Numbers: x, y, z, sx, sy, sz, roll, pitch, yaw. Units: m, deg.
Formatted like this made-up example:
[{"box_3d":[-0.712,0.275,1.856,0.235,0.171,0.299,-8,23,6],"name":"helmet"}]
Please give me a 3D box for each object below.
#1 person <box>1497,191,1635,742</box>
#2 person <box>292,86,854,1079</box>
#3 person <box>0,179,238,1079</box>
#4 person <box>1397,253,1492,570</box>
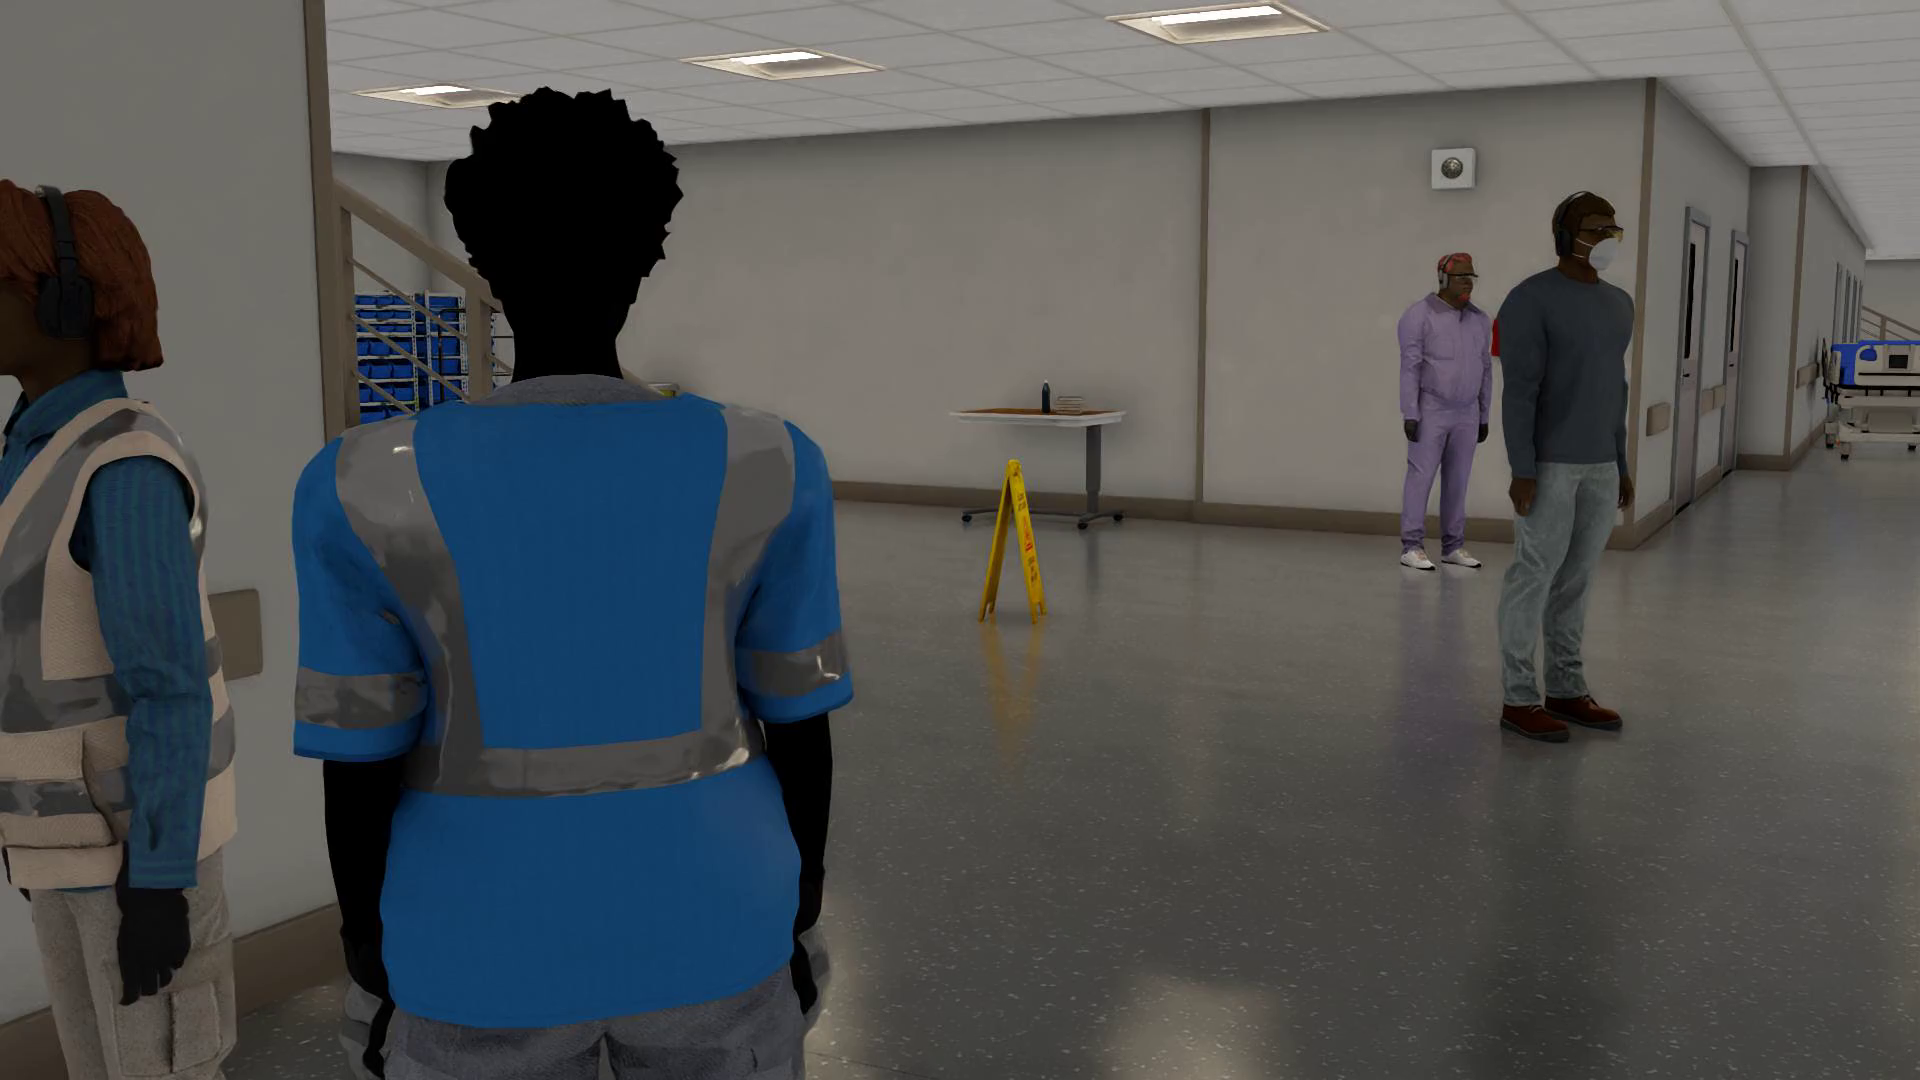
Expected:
[{"box_3d":[2.186,-0.263,5.965,0.627,1.940,0.372,-5,9,-32],"name":"person"},{"box_3d":[-0.368,0.416,1.666,0.533,1.697,0.318,-3,8,-19],"name":"person"},{"box_3d":[-1.070,0.389,2.082,0.314,1.641,0.515,-7,10,-42],"name":"person"},{"box_3d":[2.939,-0.767,10.016,0.646,1.901,0.401,-3,8,-21],"name":"person"}]
